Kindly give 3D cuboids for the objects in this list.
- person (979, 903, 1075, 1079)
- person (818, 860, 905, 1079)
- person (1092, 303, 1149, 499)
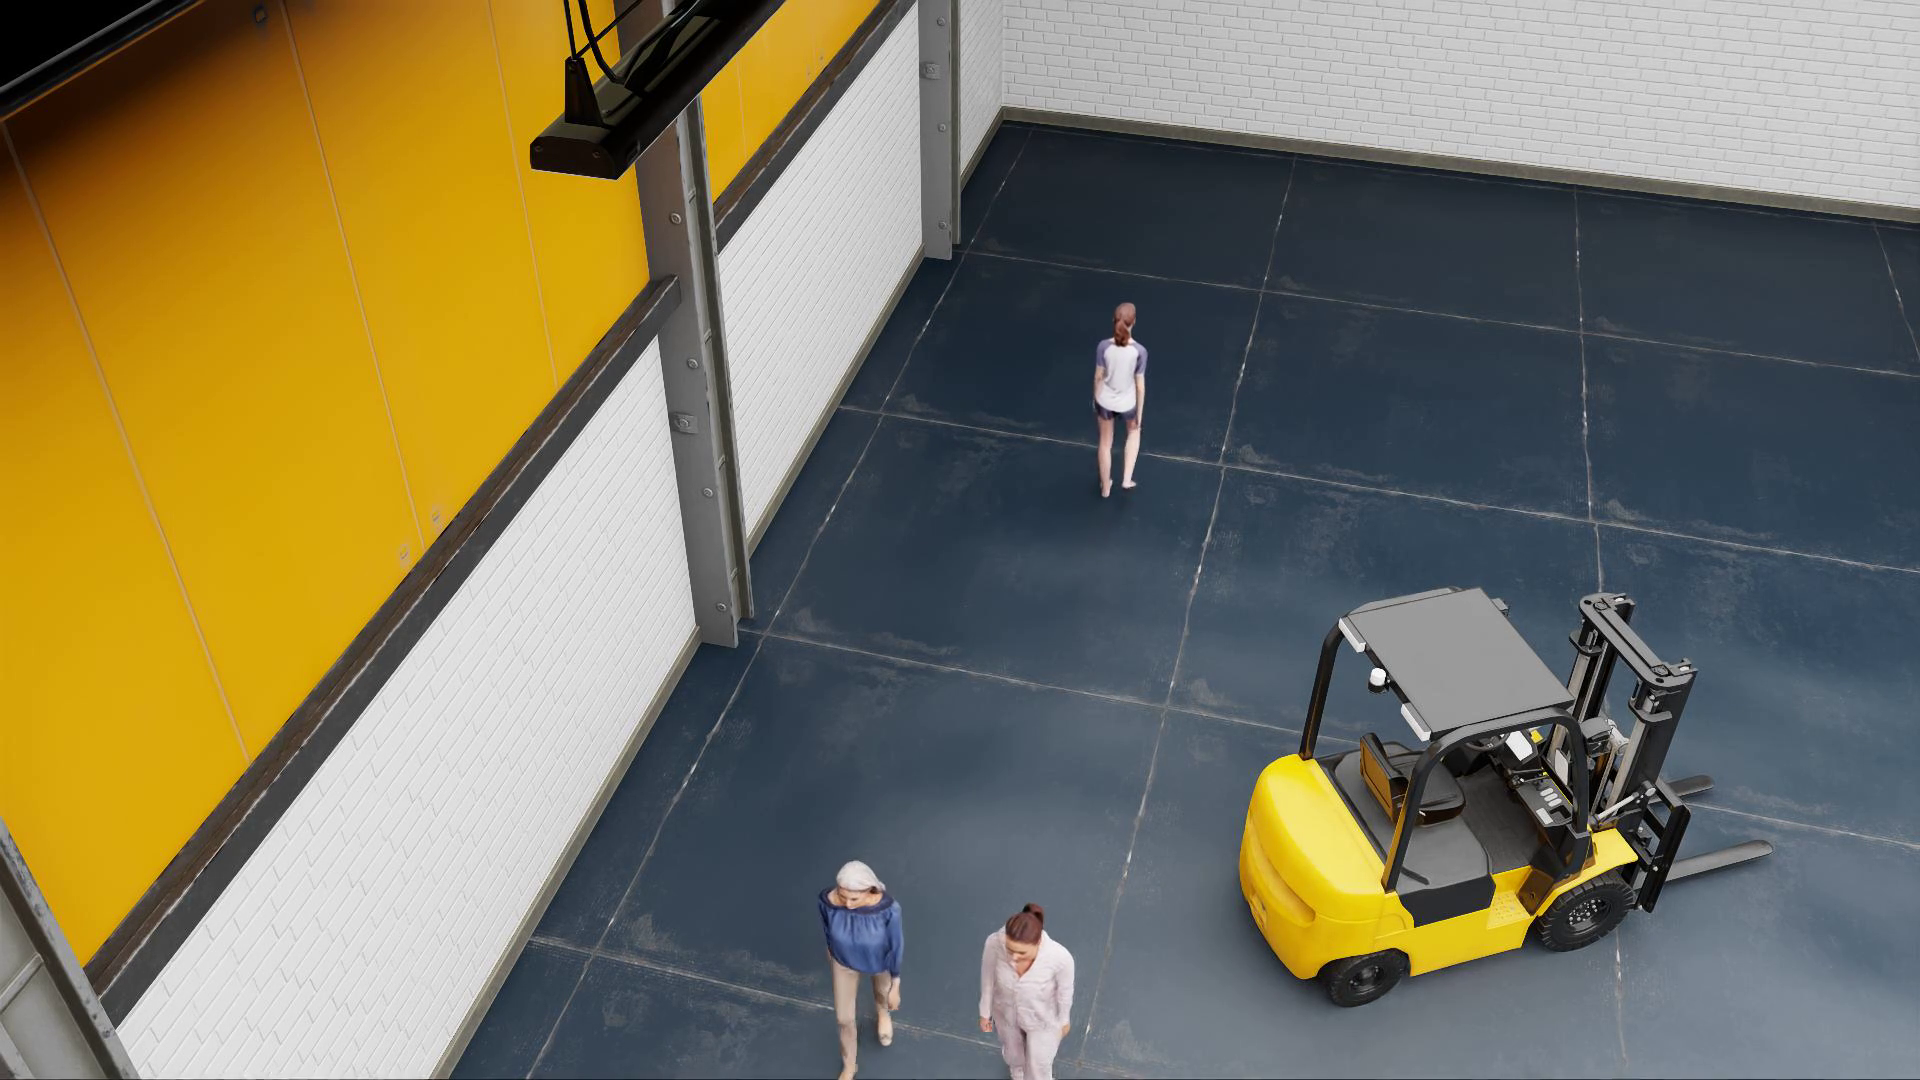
[{"bbox_3d":[0.380,2.441,8.824,0.668,1.673,0.660,14,41,16],"label":"person"},{"bbox_3d":[-0.507,2.226,9.097,0.705,1.668,0.926,0,39,0],"label":"person"},{"bbox_3d":[1.232,-1.042,13.119,0.589,1.756,0.627,6,39,8],"label":"person"}]
